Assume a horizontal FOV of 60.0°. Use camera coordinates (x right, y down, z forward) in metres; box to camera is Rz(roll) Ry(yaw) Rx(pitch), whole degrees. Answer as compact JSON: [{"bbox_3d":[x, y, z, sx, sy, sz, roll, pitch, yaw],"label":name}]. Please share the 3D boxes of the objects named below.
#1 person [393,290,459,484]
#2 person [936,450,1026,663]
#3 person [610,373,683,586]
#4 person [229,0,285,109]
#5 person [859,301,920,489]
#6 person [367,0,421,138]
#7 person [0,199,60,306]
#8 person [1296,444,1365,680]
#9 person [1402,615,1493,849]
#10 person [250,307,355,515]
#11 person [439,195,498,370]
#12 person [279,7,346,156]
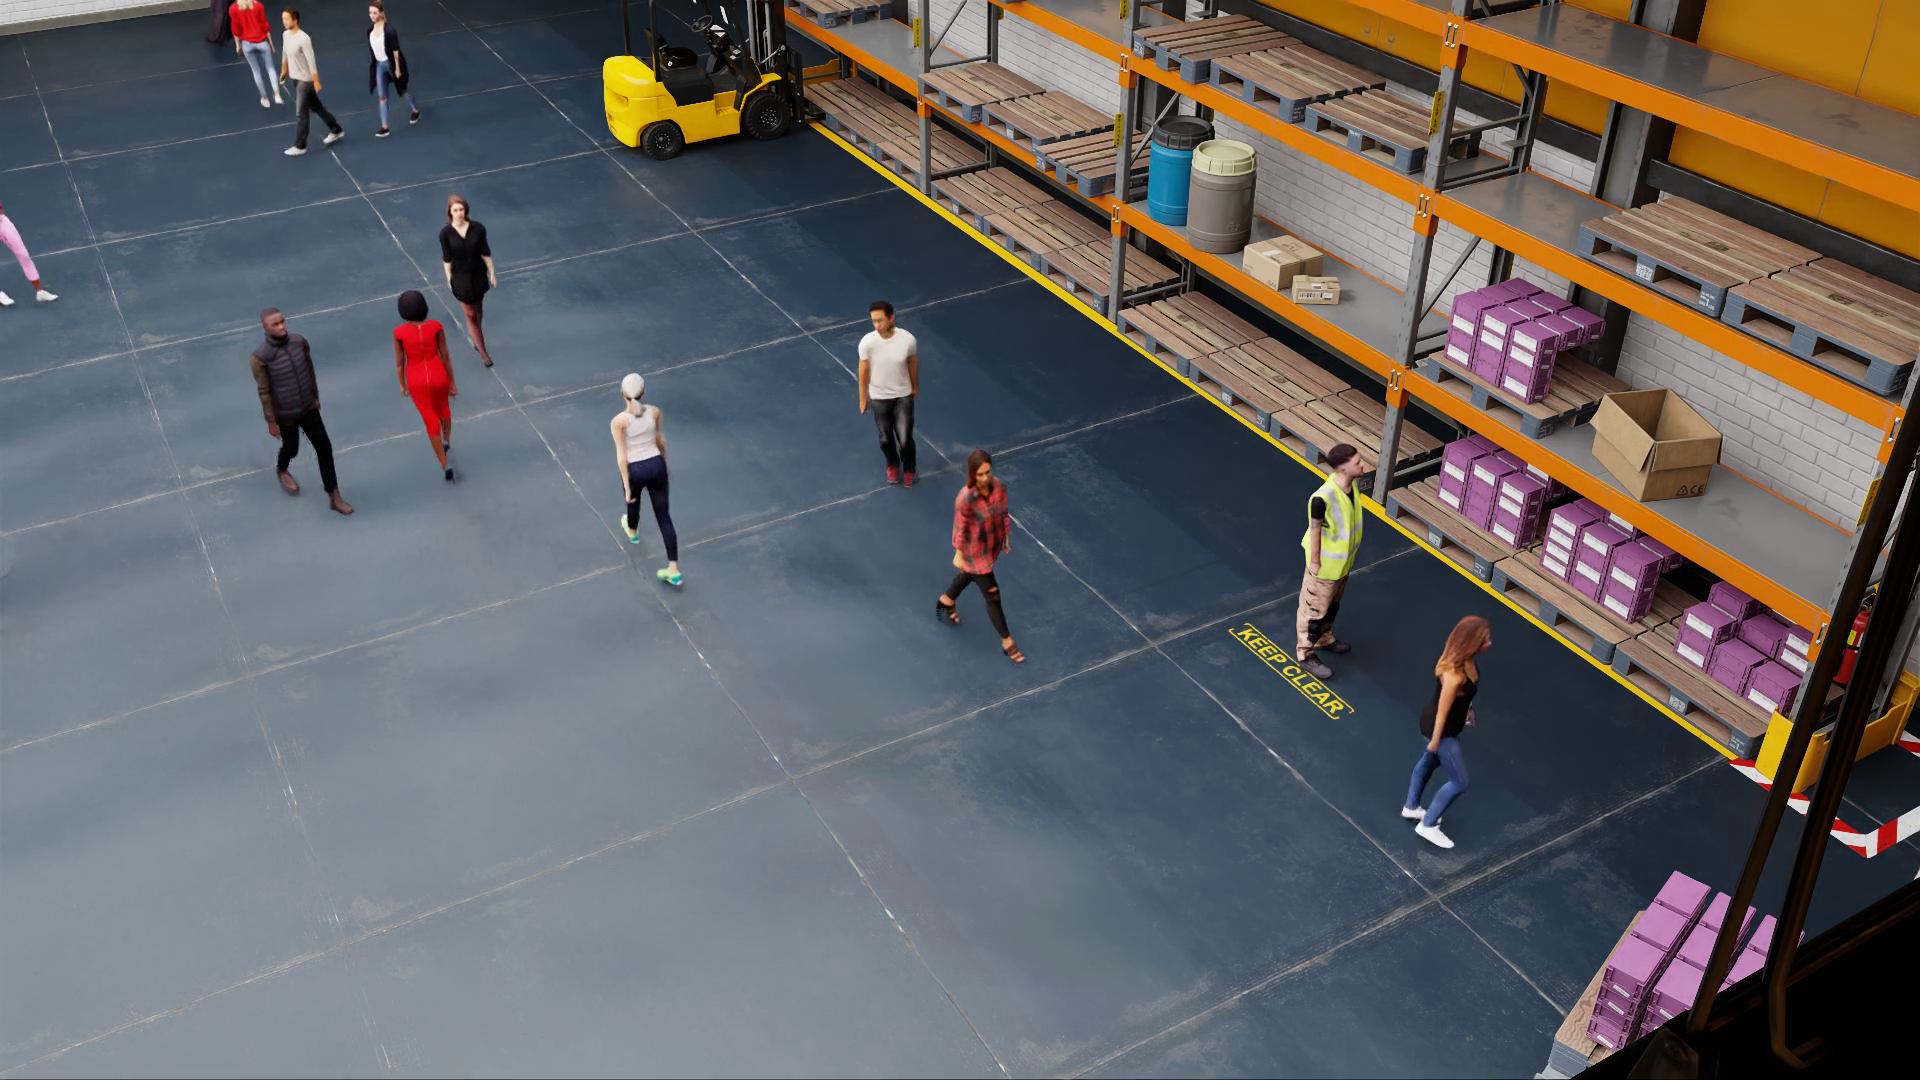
[{"bbox_3d":[-4.457,-1.255,14.020,0.627,1.721,0.913,-15,37,-22],"label":"person"},{"bbox_3d":[0.089,0.047,12.121,0.823,1.654,1.207,-28,43,-36],"label":"person"},{"bbox_3d":[-2.396,-0.417,12.832,0.614,1.640,1.206,-21,39,-28],"label":"person"},{"bbox_3d":[-9.308,-6.523,21.967,0.629,1.698,0.612,-17,37,-24],"label":"person"},{"bbox_3d":[-0.553,-1.256,13.977,0.798,1.770,0.844,-7,34,-10],"label":"person"},{"bbox_3d":[-7.257,-6.065,21.332,1.117,1.638,1.149,10,35,15],"label":"person"},{"bbox_3d":[-9.929,-3.182,16.924,1.049,1.716,0.936,14,36,20],"label":"person"},{"bbox_3d":[2.649,0.106,11.859,0.859,1.846,0.825,21,39,29],"label":"person"},{"bbox_3d":[2.958,1.139,10.430,0.757,1.707,0.703,10,35,15],"label":"person"},{"bbox_3d":[-5.525,-1.080,13.685,1.291,1.799,1.027,23,40,30],"label":"person"},{"bbox_3d":[-4.725,-2.526,15.980,0.611,1.668,1.031,-17,37,-23],"label":"person"},{"bbox_3d":[-8.118,-5.755,20.743,1.104,1.773,0.900,28,43,35],"label":"person"}]
